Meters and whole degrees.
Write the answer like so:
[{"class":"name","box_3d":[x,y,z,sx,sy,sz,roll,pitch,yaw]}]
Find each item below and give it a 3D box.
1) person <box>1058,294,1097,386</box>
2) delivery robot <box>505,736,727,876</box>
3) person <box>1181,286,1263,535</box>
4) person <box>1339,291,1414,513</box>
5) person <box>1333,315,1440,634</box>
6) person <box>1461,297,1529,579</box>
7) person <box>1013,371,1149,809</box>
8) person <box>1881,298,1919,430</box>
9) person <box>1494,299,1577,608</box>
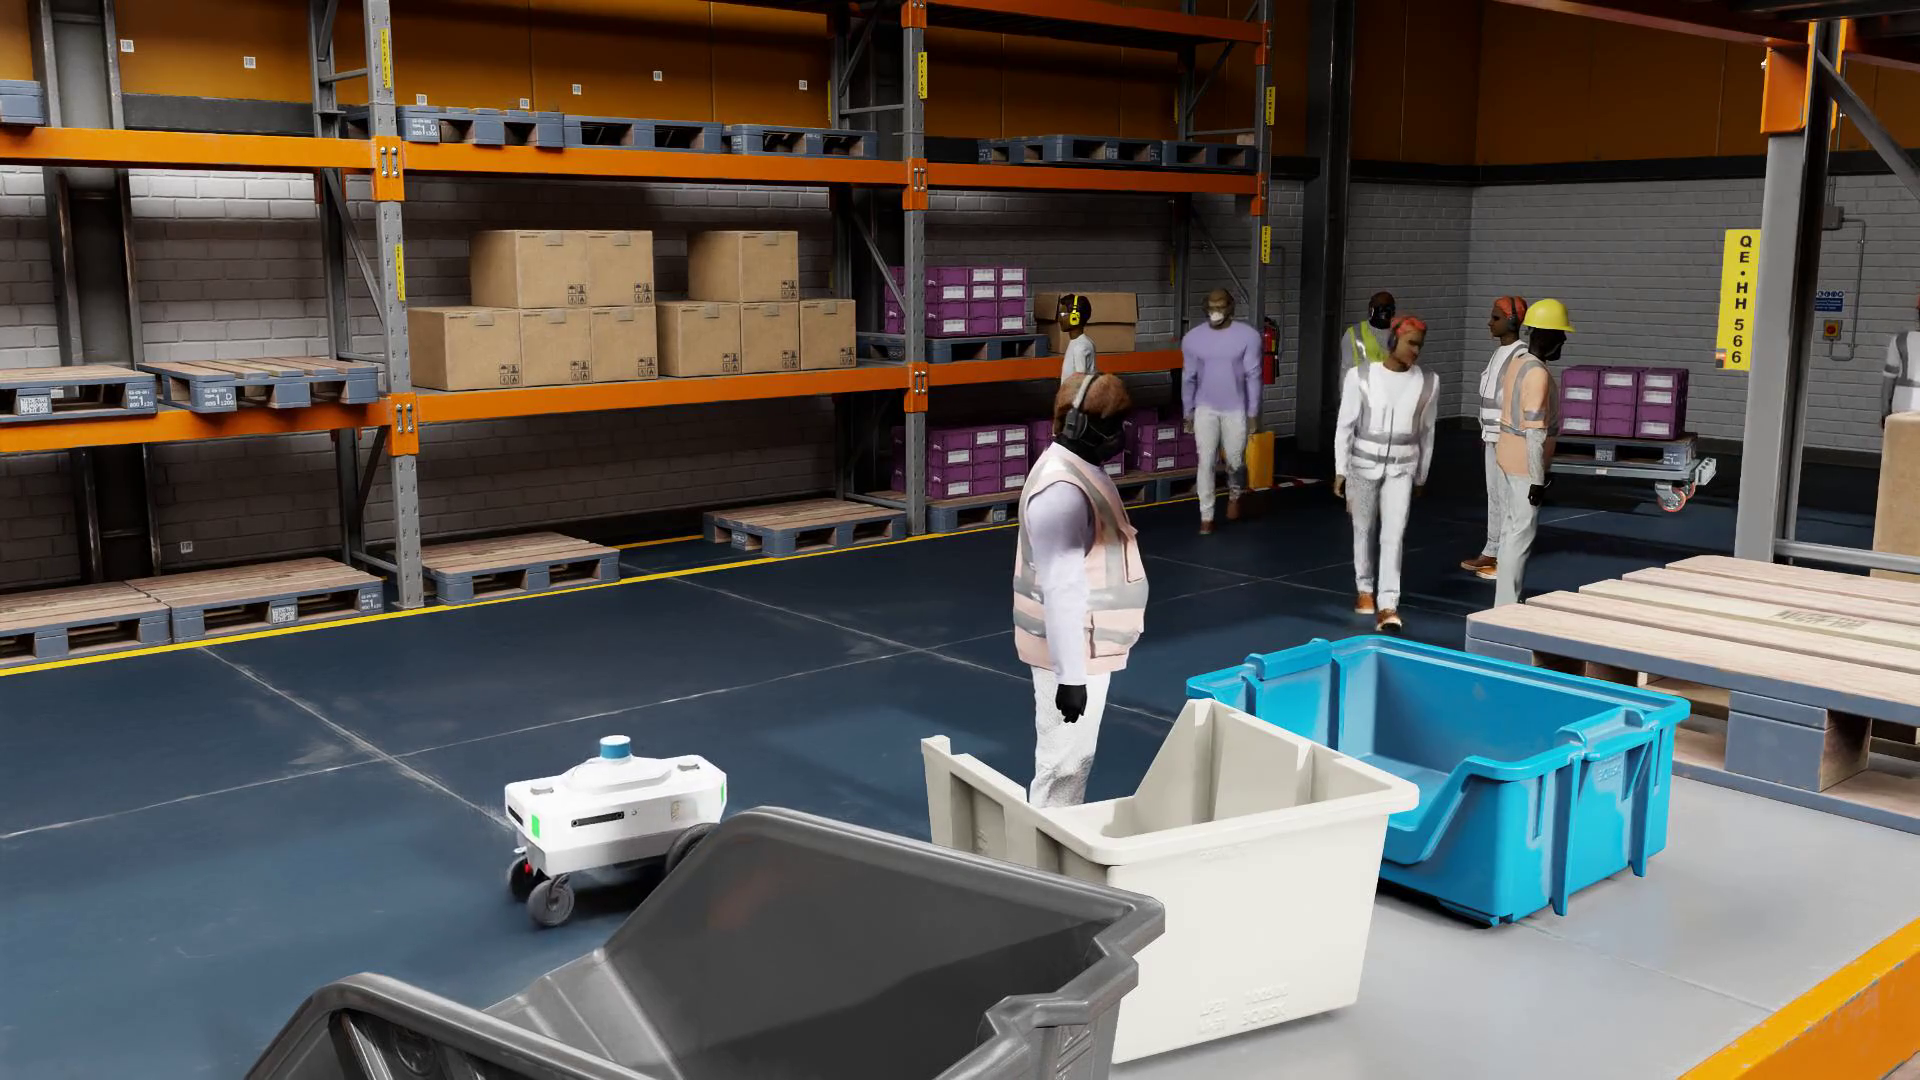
[{"class":"person","box_3d":[0.834,-0.850,12.126,0.329,1.873,0.512,1,10,6]},{"class":"delivery robot","box_3d":[-1.170,0.912,5.670,0.707,0.478,0.477,-6,12,-30]},{"class":"person","box_3d":[2.035,-1.012,12.912,0.649,1.916,0.616,3,11,17]},{"class":"person","box_3d":[3.457,-1.133,13.798,0.631,1.841,0.429,0,10,-2]},{"class":"person","box_3d":[2.489,-0.395,9.716,0.596,1.817,1.023,1,10,8]},{"class":"person","box_3d":[3.636,-0.681,11.151,0.355,1.882,0.576,0,10,0]},{"class":"person","box_3d":[0.390,0.373,5.375,0.428,1.837,0.631,2,10,8]},{"class":"person","box_3d":[7.582,-1.036,13.139,0.561,1.889,0.986,7,12,34]},{"class":"person","box_3d":[3.343,-0.440,9.714,0.394,1.919,0.581,2,10,8]}]
